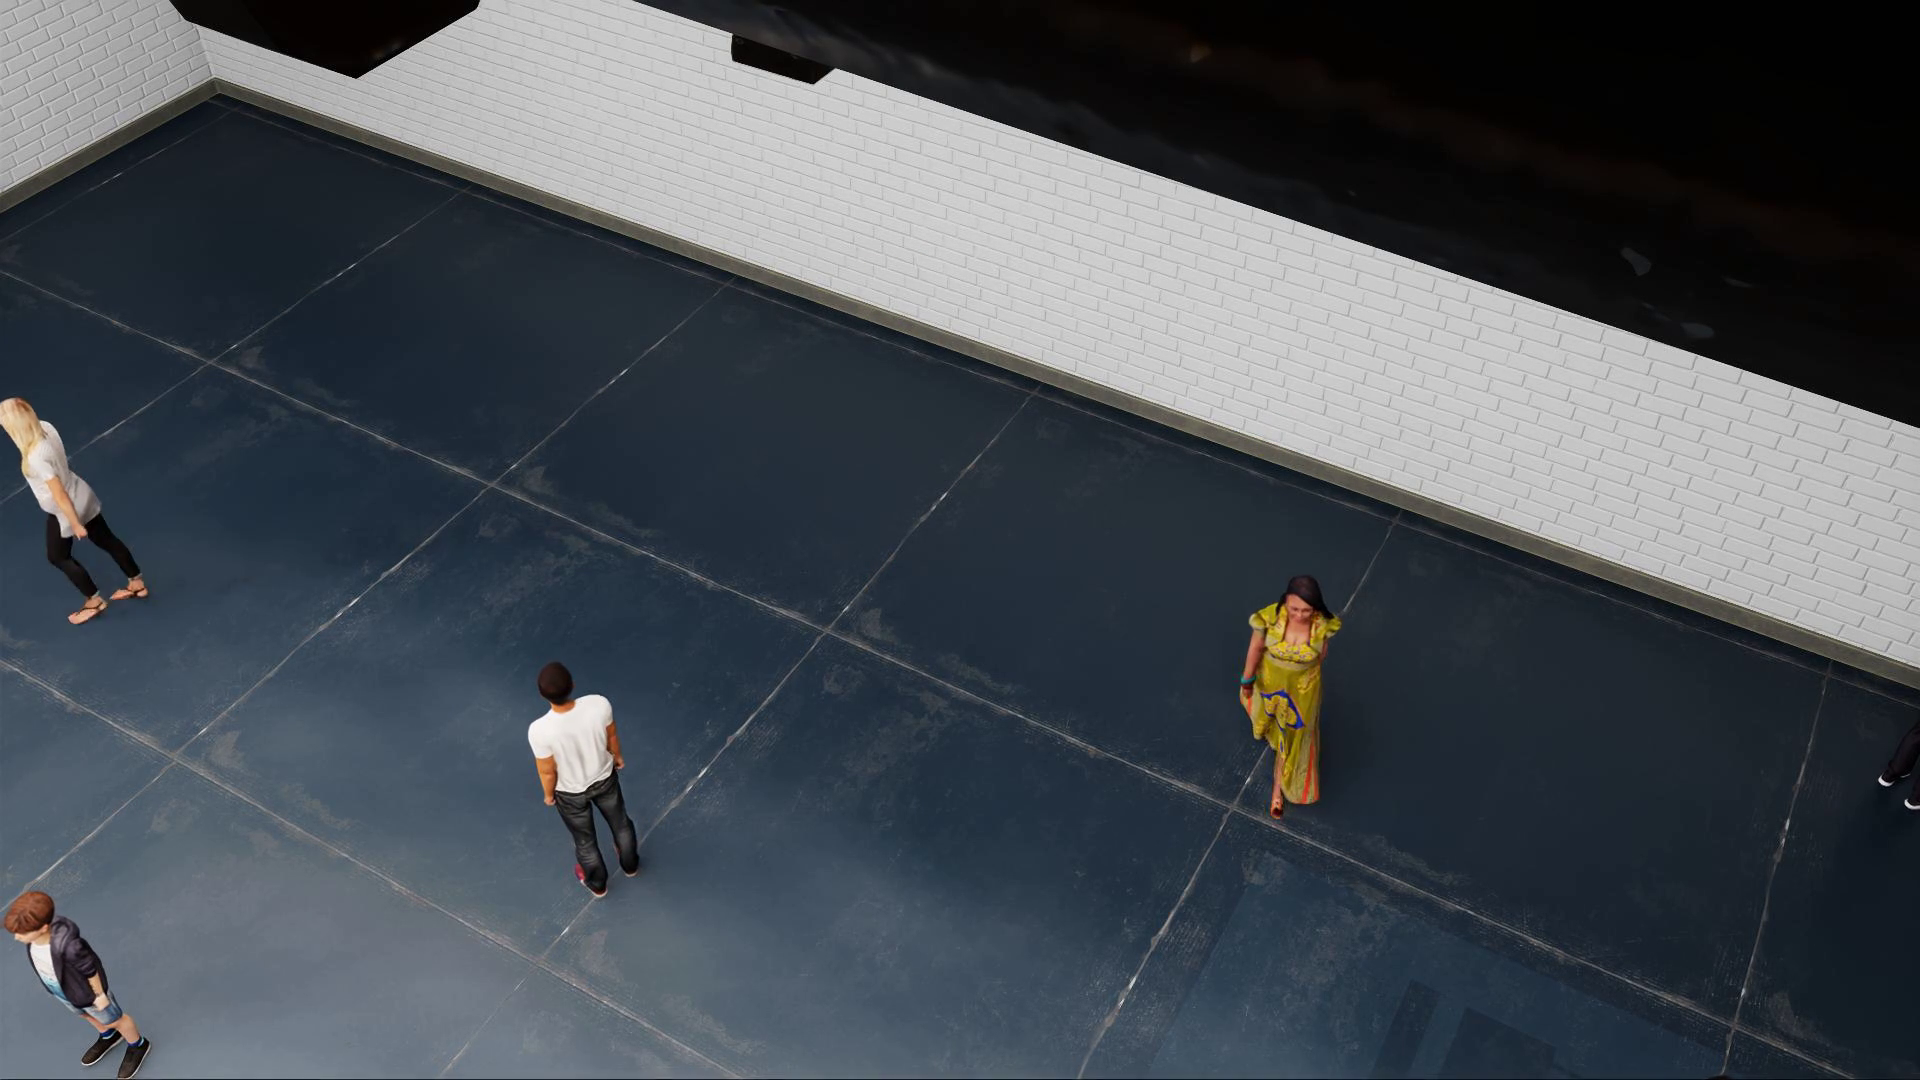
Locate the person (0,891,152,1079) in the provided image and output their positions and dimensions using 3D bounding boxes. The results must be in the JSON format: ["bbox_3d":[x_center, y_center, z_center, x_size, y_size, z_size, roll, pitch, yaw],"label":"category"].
[{"bbox_3d":[-4.557,2.279,8.581,0.550,1.446,0.534,17,46,17],"label":"person"}]

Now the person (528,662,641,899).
[{"bbox_3d":[-2.107,1.339,9.318,0.617,1.801,0.773,-27,50,-26],"label":"person"}]

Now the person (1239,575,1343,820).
[{"bbox_3d":[1.956,0.769,10.064,1.038,1.598,1.347,6,44,6],"label":"person"}]

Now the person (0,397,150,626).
[{"bbox_3d":[-5.758,-0.245,10.967,0.886,1.810,0.825,-10,45,-11],"label":"person"}]
